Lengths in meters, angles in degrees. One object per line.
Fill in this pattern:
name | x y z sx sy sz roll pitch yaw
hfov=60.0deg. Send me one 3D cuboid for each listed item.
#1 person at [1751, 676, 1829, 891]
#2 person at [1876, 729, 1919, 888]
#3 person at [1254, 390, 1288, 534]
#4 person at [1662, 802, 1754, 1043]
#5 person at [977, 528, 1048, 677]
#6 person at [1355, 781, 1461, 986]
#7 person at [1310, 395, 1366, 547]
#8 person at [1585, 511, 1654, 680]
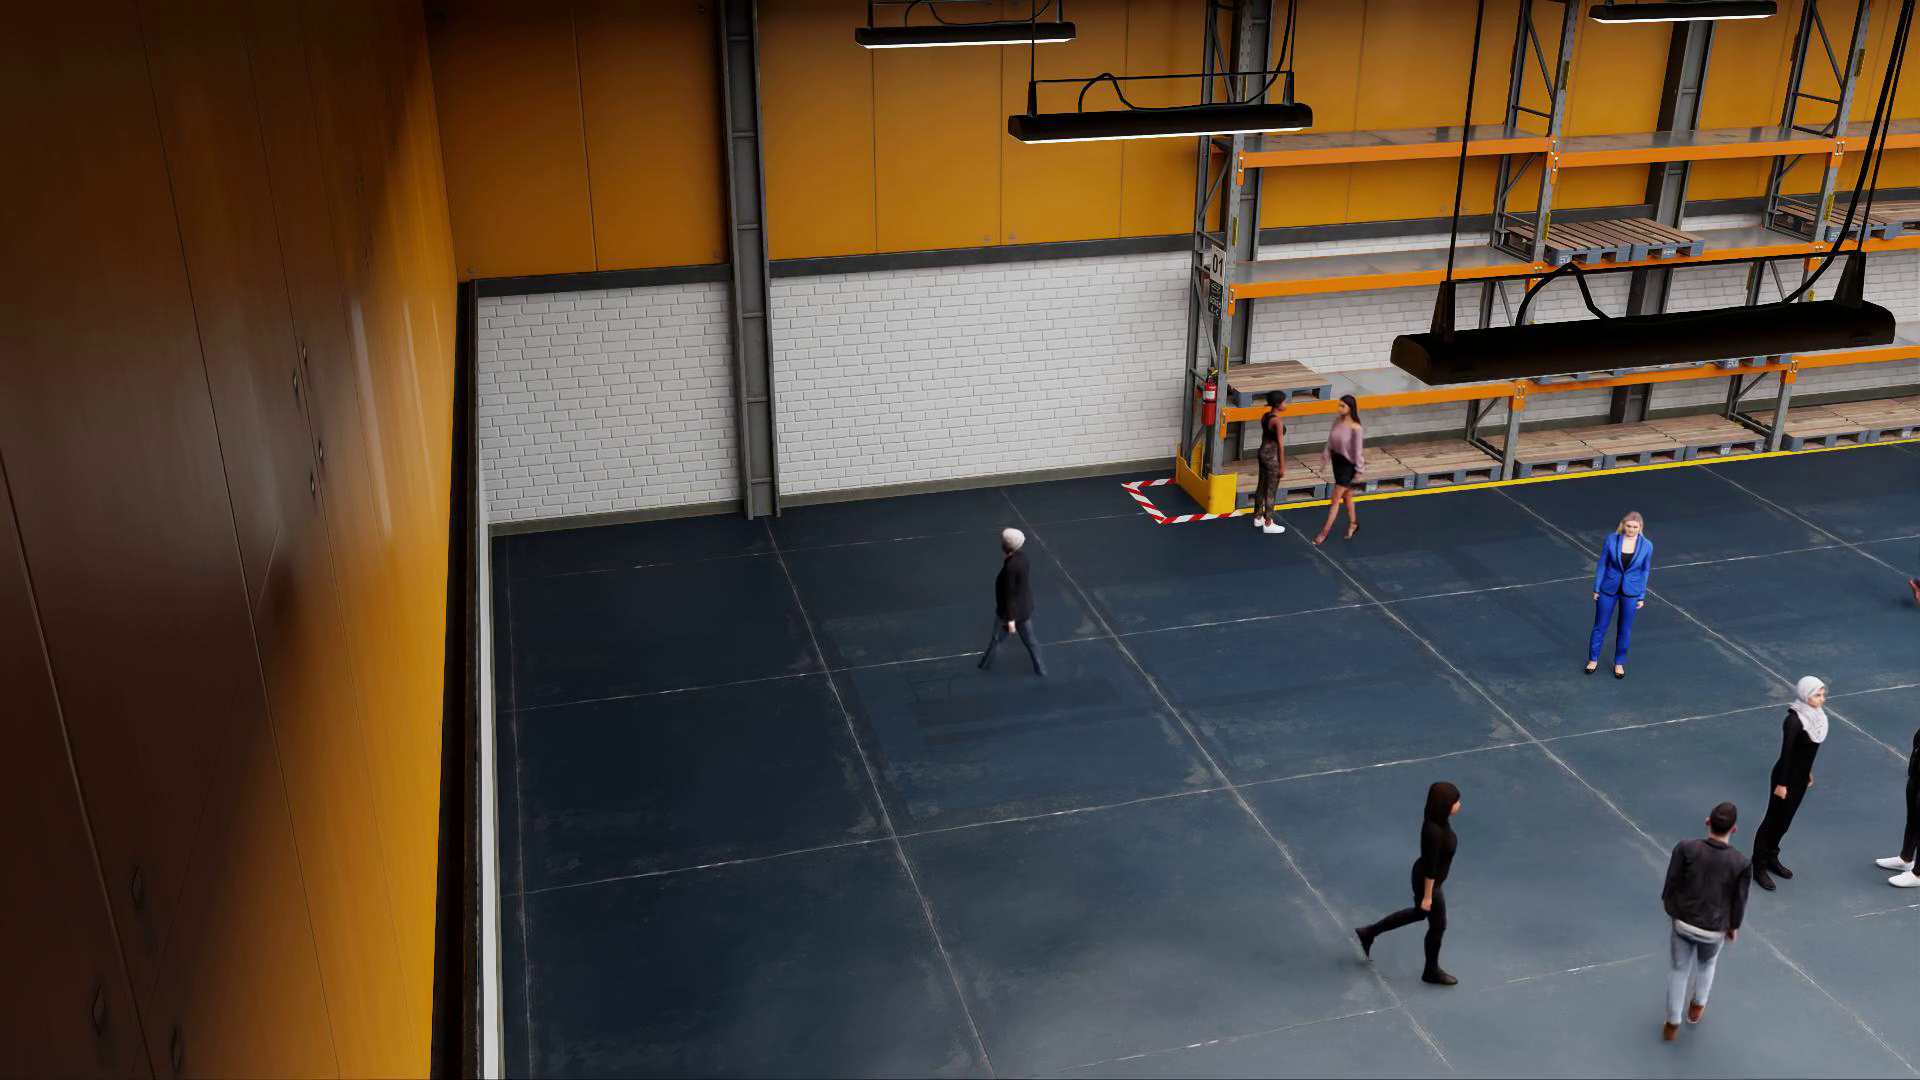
person | 6.433 1.856 12.891 0.596 1.779 0.739 -17 29 -33
person | 7.516 1.911 12.880 0.663 1.687 0.678 3 24 8
person | 3.613 -0.928 19.355 0.536 1.702 0.577 -7 25 -16
person | 4.933 2.605 11.126 0.850 1.820 0.908 10 25 21
person | 0.624 0.740 16.139 1.169 1.755 1.199 13 27 27
person | 3.239 2.418 11.799 1.062 1.622 0.877 6 24 14
person | 4.452 -0.802 18.972 1.014 1.778 0.738 -11 26 -24
person | 6.374 0.507 16.075 0.674 1.700 0.765 9 25 19
